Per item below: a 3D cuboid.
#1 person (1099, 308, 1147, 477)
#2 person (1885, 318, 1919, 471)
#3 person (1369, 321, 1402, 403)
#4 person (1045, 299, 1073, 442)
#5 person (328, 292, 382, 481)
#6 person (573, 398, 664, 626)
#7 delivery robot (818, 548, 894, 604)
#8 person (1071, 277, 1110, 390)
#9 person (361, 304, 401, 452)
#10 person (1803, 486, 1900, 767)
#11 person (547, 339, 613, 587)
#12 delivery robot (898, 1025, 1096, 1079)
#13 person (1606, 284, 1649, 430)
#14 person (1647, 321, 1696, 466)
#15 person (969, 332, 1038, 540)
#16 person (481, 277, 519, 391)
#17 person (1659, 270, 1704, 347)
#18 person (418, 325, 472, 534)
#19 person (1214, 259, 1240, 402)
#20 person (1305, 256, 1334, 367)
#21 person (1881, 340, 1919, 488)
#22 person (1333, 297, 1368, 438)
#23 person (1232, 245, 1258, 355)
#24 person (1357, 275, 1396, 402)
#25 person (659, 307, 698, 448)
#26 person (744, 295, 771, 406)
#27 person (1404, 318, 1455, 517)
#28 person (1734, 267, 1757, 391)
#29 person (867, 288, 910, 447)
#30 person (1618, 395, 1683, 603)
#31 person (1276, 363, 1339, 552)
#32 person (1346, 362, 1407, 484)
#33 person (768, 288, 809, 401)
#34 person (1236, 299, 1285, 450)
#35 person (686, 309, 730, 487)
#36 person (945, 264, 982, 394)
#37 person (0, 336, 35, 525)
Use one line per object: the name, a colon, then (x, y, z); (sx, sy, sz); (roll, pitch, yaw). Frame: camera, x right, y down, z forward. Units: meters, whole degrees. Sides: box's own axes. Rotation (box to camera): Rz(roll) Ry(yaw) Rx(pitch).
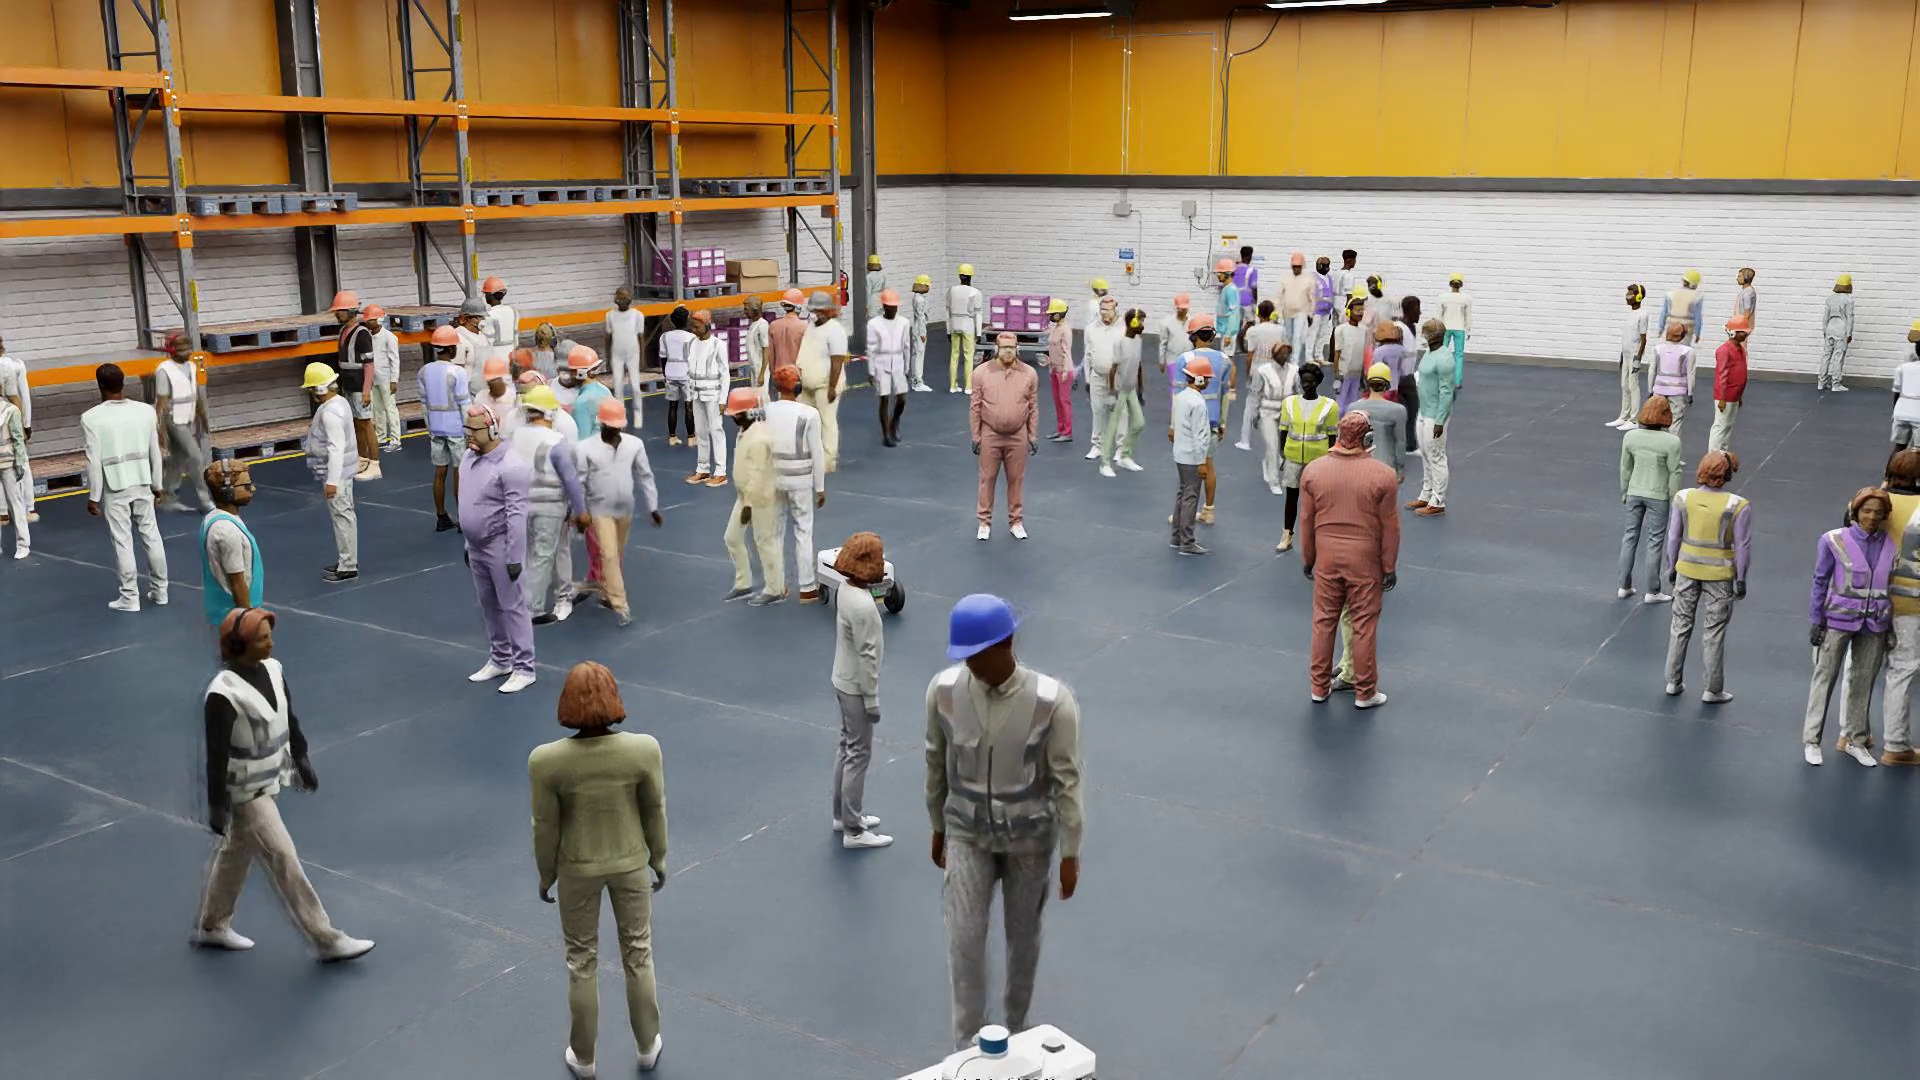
person: (1.793, -1.617, 18.283); (0.473, 1.837, 0.663); (12, 17, 41)
person: (10.485, -1.574, 18.286); (0.494, 1.743, 0.303); (-5, 14, -21)
person: (4.850, -1.686, 19.010); (0.498, 1.634, 0.284); (-11, 17, -40)
person: (1.213, -2.083, 20.467); (0.337, 1.757, 0.518); (-5, 14, -20)
person: (-6.559, -1.658, 17.993); (0.390, 2.040, 0.614); (-12, 17, -41)
person: (-2.566, -0.222, 12.497); (0.588, 1.695, 0.867); (-10, 16, -37)
delivery robot: (-0.813, 0.232, 12.851); (0.477, 0.478, 0.707); (-8, 15, -31)
person: (1.981, -3.038, 24.668); (0.828, 1.730, 0.518); (6, 14, 25)
person: (-6.913, -1.927, 19.797); (0.572, 1.748, 0.333); (8, 15, 31)
person: (5.128, 0.496, 9.540); (0.522, 1.637, 0.306); (1, 13, 4)
person: (-3.142, -0.614, 13.471); (0.678, 2.000, 0.537); (0, 13, 2)
delivery robot: (0.112, 1.891, 5.653); (0.707, 0.478, 0.477); (-9, 16, -35)
person: (8.609, -2.346, 21.356); (0.328, 1.872, 0.514); (-1, 13, -3)
person: (8.047, -1.650, 18.841); (0.521, 1.638, 0.311); (12, 18, 43)
person: (0.405, -0.948, 15.205); (0.636, 1.913, 0.404); (-2, 13, -7)
person: (-5.589, -2.156, 20.149); (0.377, 2.045, 0.605); (6, 14, 23)
person: (10.936, -3.202, 25.255); (0.636, 1.791, 0.565); (13, 18, 43)
person: (-4.737, -1.025, 15.477); (0.545, 1.938, 0.361); (5, 14, 22)
person: (3.788, -2.983, 23.739); (0.396, 2.042, 0.610); (1, 13, 5)
person: (6.019, -3.816, 27.823); (0.628, 1.835, 0.430); (-12, 18, -42)
person: (9.765, -1.247, 16.996); (0.321, 1.687, 0.540); (-6, 14, -25)
person: (4.548, -1.885, 19.354); (0.520, 1.873, 0.333); (-8, 15, -32)
person: (4.965, -4.202, 29.223); (0.624, 1.952, 0.512); (12, 18, 43)
person: (6.029, -2.854, 23.687); (0.575, 1.827, 0.695); (11, 17, 39)
person: (-3.354, -1.957, 20.044); (0.540, 1.697, 0.317); (5, 14, 21)
person: (-2.431, -2.022, 20.020); (0.343, 1.840, 0.506); (-5, 14, -20)
person: (4.606, -1.195, 16.214); (0.358, 1.936, 0.635); (0, 13, 0)
person: (11.696, -3.149, 24.894); (0.345, 1.846, 0.507); (5, 14, 21)
person: (-0.844, -2.066, 20.024); (0.555, 1.920, 0.423); (-5, 14, -19)
person: (5.427, -0.322, 13.089); (0.285, 1.636, 0.500); (-10, 16, -37)
person: (3.056, -0.716, 14.666); (0.532, 1.696, 0.319); (6, 14, 24)
person: (3.528, -0.629, 14.162); (0.527, 1.760, 0.337); (7, 15, 28)
person: (-1.899, -1.876, 19.042); (0.622, 1.994, 0.381); (6, 14, 25)
person: (3.607, -1.917, 19.609); (0.513, 1.829, 0.881); (-3, 13, -11)
person: (-2.700, -1.513, 17.703); (0.586, 1.886, 0.340); (10, 16, 38)
person: (0.061, -3.119, 24.614); (0.582, 1.919, 0.396); (6, 14, 23)
person: (-9.153, -1.086, 15.863); (0.355, 1.882, 0.576); (9, 16, 35)
